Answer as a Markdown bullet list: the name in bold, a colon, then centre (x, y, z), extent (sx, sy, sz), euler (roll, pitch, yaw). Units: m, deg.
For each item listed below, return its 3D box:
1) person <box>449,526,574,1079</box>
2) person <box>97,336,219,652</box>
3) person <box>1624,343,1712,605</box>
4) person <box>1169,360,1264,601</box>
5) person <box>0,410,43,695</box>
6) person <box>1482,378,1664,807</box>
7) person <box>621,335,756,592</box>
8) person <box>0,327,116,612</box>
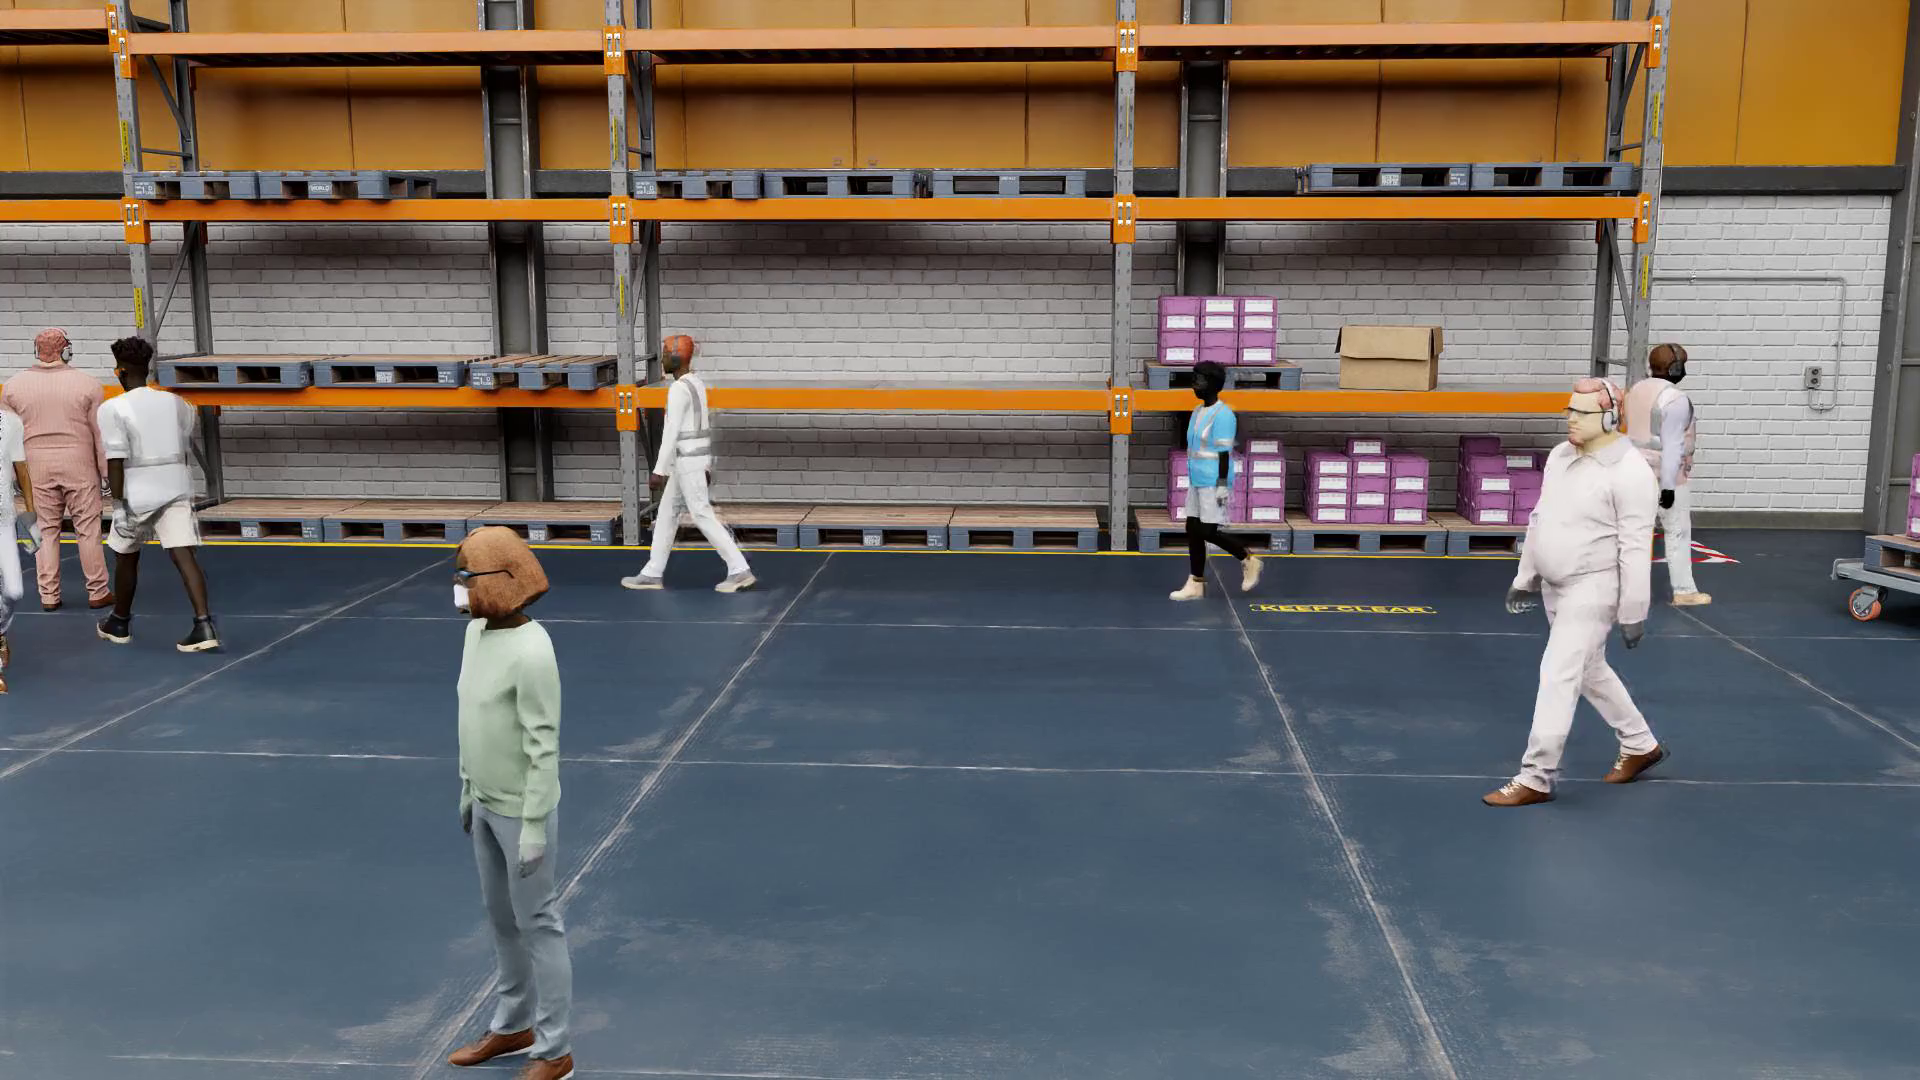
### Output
- **person**: centre (-1.290, 0.767, 4.744), extent (0.275, 1.633, 0.504), euler (-8, 13, -39)
- **person**: centre (-4.889, -0.275, 10.070), extent (1.019, 1.901, 0.608), euler (6, 12, 33)
- **person**: centre (4.666, -0.435, 11.288), extent (0.933, 1.811, 0.633), euler (-2, 10, -12)
- **person**: centre (1.767, -0.403, 11.448), extent (0.570, 1.676, 0.540), euler (-3, 10, -17)
- **person**: centre (-5.430, -0.103, 9.236), extent (0.516, 1.845, 0.749), euler (-9, 13, -43)
- **person**: centre (2.759, 0.216, 7.286), extent (0.943, 1.872, 0.636), euler (-2, 10, -10)
- **person**: centre (-1.913, -0.529, 11.762), extent (0.972, 1.839, 0.579), euler (0, 10, -1)
- **person**: centre (-6.025, -0.470, 11.187), extent (0.655, 1.906, 0.407), euler (-2, 10, -13)
